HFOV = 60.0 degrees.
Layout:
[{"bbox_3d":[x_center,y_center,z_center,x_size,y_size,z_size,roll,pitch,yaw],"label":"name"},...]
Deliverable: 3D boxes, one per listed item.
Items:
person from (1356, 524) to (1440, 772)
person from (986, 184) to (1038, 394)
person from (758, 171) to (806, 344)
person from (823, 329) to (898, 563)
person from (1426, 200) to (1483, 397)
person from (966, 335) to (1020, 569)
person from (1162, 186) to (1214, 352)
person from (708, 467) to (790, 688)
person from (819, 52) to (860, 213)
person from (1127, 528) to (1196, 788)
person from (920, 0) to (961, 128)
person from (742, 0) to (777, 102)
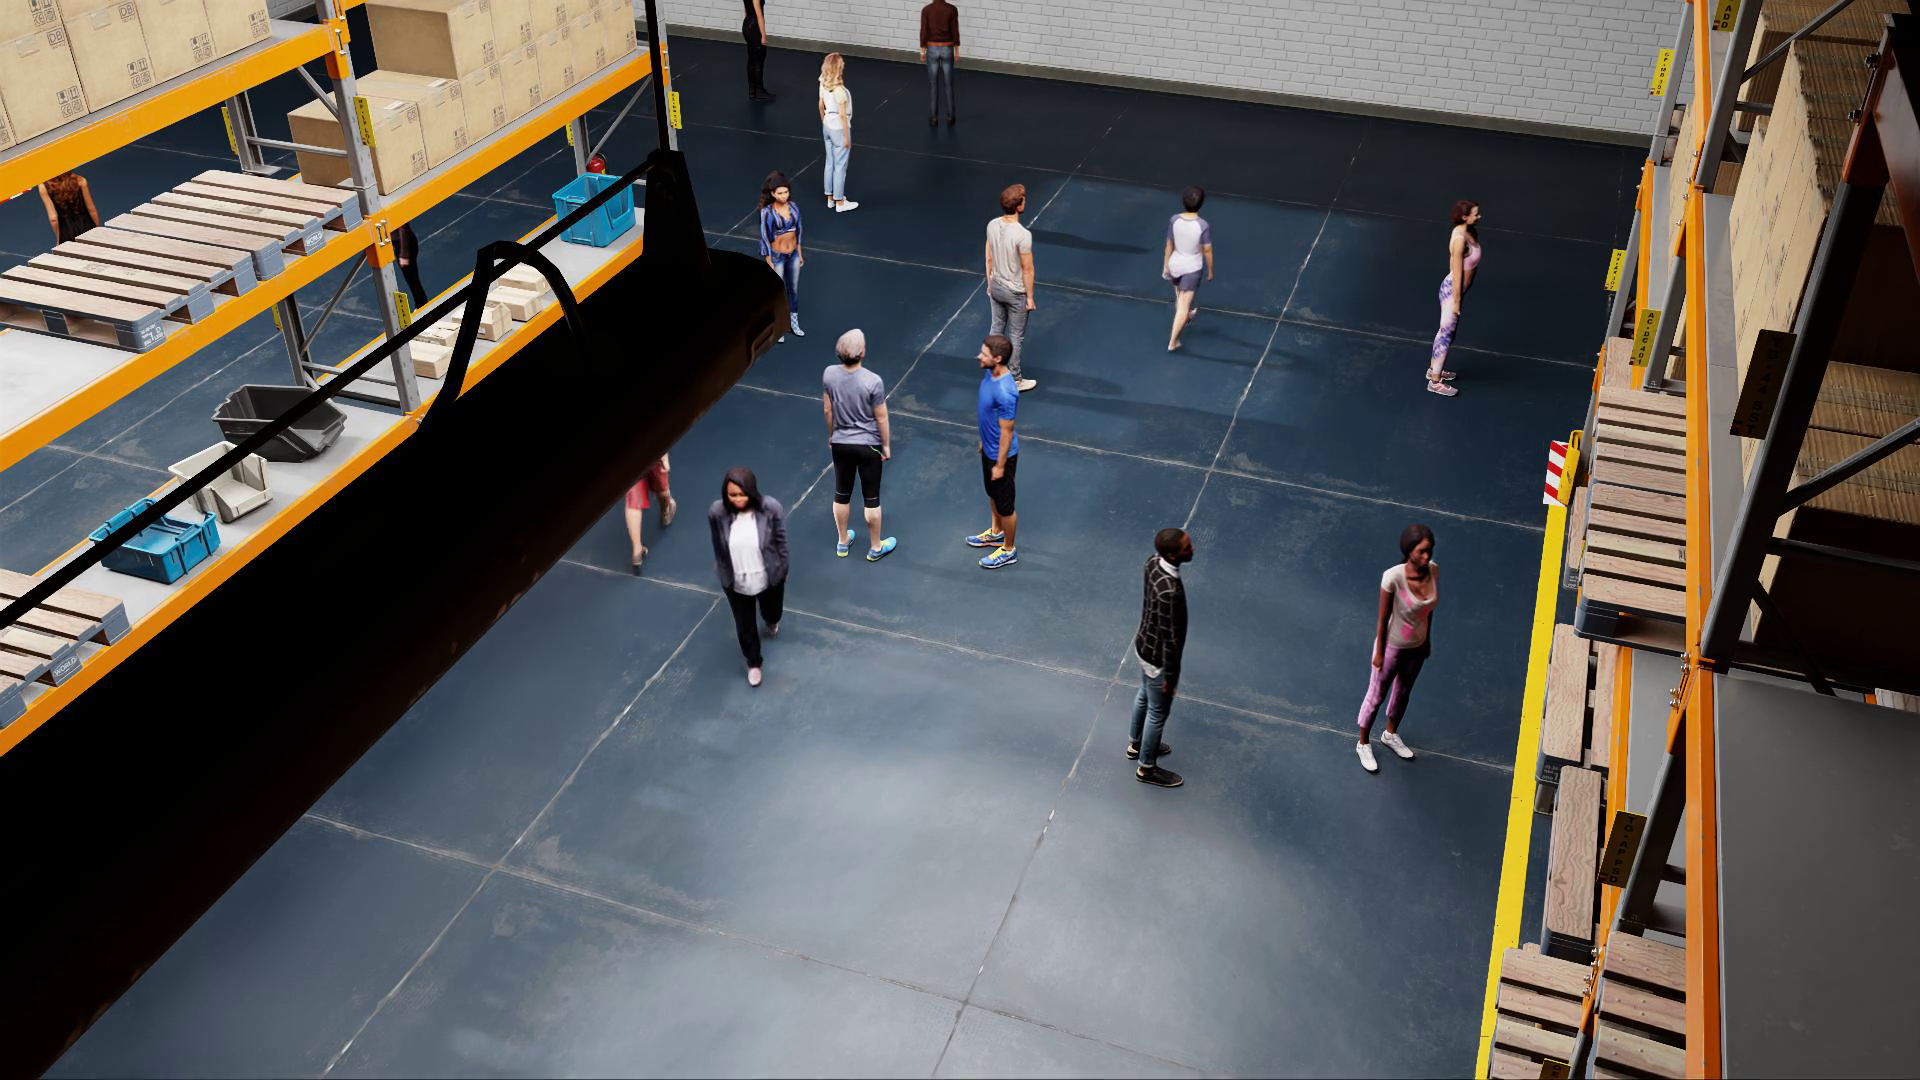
[{"bbox_3d":[2.746,0.656,10.375,0.645,1.741,0.704,-14,36,-20],"label":"person"},{"bbox_3d":[0.430,-2.194,14.524,0.733,1.895,0.679,26,42,34],"label":"person"},{"bbox_3d":[-1.643,-2.624,15.422,0.660,1.617,0.757,-23,40,-30],"label":"person"},{"bbox_3d":[-0.760,-0.695,12.275,0.642,1.889,0.556,12,35,17],"label":"person"},{"bbox_3d":[4.331,-2.147,14.569,0.664,1.767,0.501,8,34,12],"label":"person"},{"bbox_3d":[0.290,-0.672,12.257,0.765,1.869,0.677,-8,35,-12],"label":"person"},{"bbox_3d":[2.046,-2.466,15.264,0.732,1.529,1.018,21,39,28],"label":"person"},{"bbox_3d":[-1.402,0.184,11.235,0.914,1.576,1.044,-4,34,-6],"label":"person"},{"bbox_3d":[-1.344,-4.426,18.038,0.723,1.722,0.710,-22,40,-30],"label":"person"},{"bbox_3d":[1.219,0.692,10.251,0.797,1.820,0.653,-3,34,-4],"label":"person"},{"bbox_3d":[-0.237,-5.941,20.268,0.714,1.778,0.669,-2,34,-2],"label":"person"},{"bbox_3d":[-2.604,-6.443,21.103,0.732,1.689,0.684,-17,37,-24],"label":"person"}]
